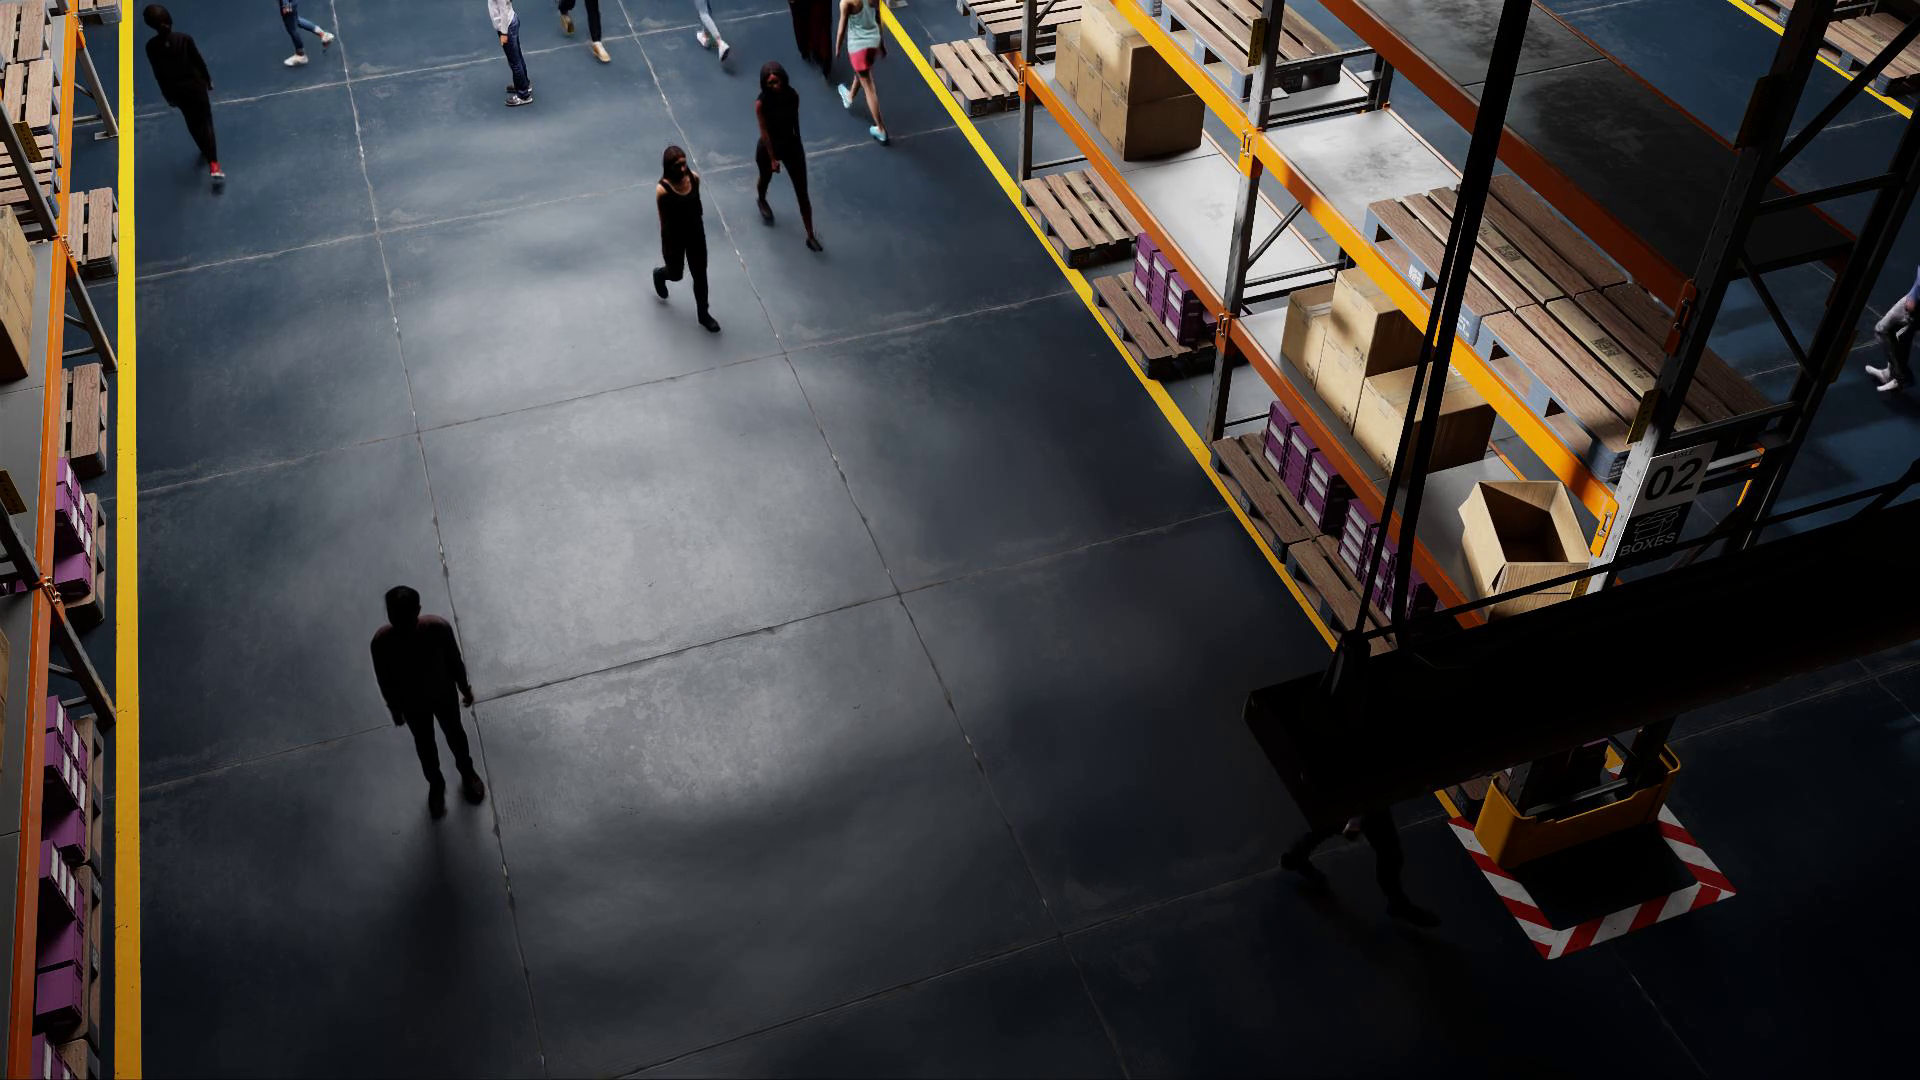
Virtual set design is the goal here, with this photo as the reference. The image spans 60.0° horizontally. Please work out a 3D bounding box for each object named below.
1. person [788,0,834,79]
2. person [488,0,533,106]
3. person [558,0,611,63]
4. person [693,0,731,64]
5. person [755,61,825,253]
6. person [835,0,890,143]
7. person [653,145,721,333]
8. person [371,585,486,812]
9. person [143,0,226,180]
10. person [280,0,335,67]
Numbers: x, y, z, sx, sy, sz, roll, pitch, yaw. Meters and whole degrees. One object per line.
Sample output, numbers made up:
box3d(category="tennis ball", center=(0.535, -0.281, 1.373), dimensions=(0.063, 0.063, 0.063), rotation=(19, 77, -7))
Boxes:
box3d(category="person", center=(-1.497, -5.481, 16.725), dimensions=(0.733, 1.724, 1.063), rotation=(-9, 44, -9))
box3d(category="person", center=(-4.469, -5.085, 16.429), dimensions=(0.627, 1.559, 0.513), rotation=(-6, 44, -6))
box3d(category="person", center=(-3.995, -5.914, 17.074), dimensions=(0.797, 1.870, 1.202), rotation=(-23, 48, -22))
box3d(category="person", center=(-2.602, -5.709, 17.002), dimensions=(0.755, 1.672, 1.115), rotation=(-23, 48, -23))
box3d(category="person", center=(-1.637, -3.410, 14.583), dimensions=(0.774, 1.681, 1.315), rotation=(-25, 49, -24))
box3d(category="person", center=(-0.873, -4.613, 15.819), dimensions=(0.826, 1.718, 1.228), rotation=(-26, 49, -25))
box3d(category="person", center=(-2.319, -2.516, 13.653), dimensions=(0.848, 1.669, 1.097), rotation=(-33, 53, -30))
box3d(category="person", center=(-3.188, 0.918, 9.978), dimensions=(0.646, 1.766, 0.527), rotation=(-15, 46, -15))
box3d(category="person", center=(-7.110, -4.108, 15.345), dimensions=(0.609, 1.641, 1.080), rotation=(-12, 45, -12))
box3d(category="person", center=(-6.798, -5.563, 16.999), dimensions=(0.678, 1.466, 0.725), rotation=(-10, 45, -11))
